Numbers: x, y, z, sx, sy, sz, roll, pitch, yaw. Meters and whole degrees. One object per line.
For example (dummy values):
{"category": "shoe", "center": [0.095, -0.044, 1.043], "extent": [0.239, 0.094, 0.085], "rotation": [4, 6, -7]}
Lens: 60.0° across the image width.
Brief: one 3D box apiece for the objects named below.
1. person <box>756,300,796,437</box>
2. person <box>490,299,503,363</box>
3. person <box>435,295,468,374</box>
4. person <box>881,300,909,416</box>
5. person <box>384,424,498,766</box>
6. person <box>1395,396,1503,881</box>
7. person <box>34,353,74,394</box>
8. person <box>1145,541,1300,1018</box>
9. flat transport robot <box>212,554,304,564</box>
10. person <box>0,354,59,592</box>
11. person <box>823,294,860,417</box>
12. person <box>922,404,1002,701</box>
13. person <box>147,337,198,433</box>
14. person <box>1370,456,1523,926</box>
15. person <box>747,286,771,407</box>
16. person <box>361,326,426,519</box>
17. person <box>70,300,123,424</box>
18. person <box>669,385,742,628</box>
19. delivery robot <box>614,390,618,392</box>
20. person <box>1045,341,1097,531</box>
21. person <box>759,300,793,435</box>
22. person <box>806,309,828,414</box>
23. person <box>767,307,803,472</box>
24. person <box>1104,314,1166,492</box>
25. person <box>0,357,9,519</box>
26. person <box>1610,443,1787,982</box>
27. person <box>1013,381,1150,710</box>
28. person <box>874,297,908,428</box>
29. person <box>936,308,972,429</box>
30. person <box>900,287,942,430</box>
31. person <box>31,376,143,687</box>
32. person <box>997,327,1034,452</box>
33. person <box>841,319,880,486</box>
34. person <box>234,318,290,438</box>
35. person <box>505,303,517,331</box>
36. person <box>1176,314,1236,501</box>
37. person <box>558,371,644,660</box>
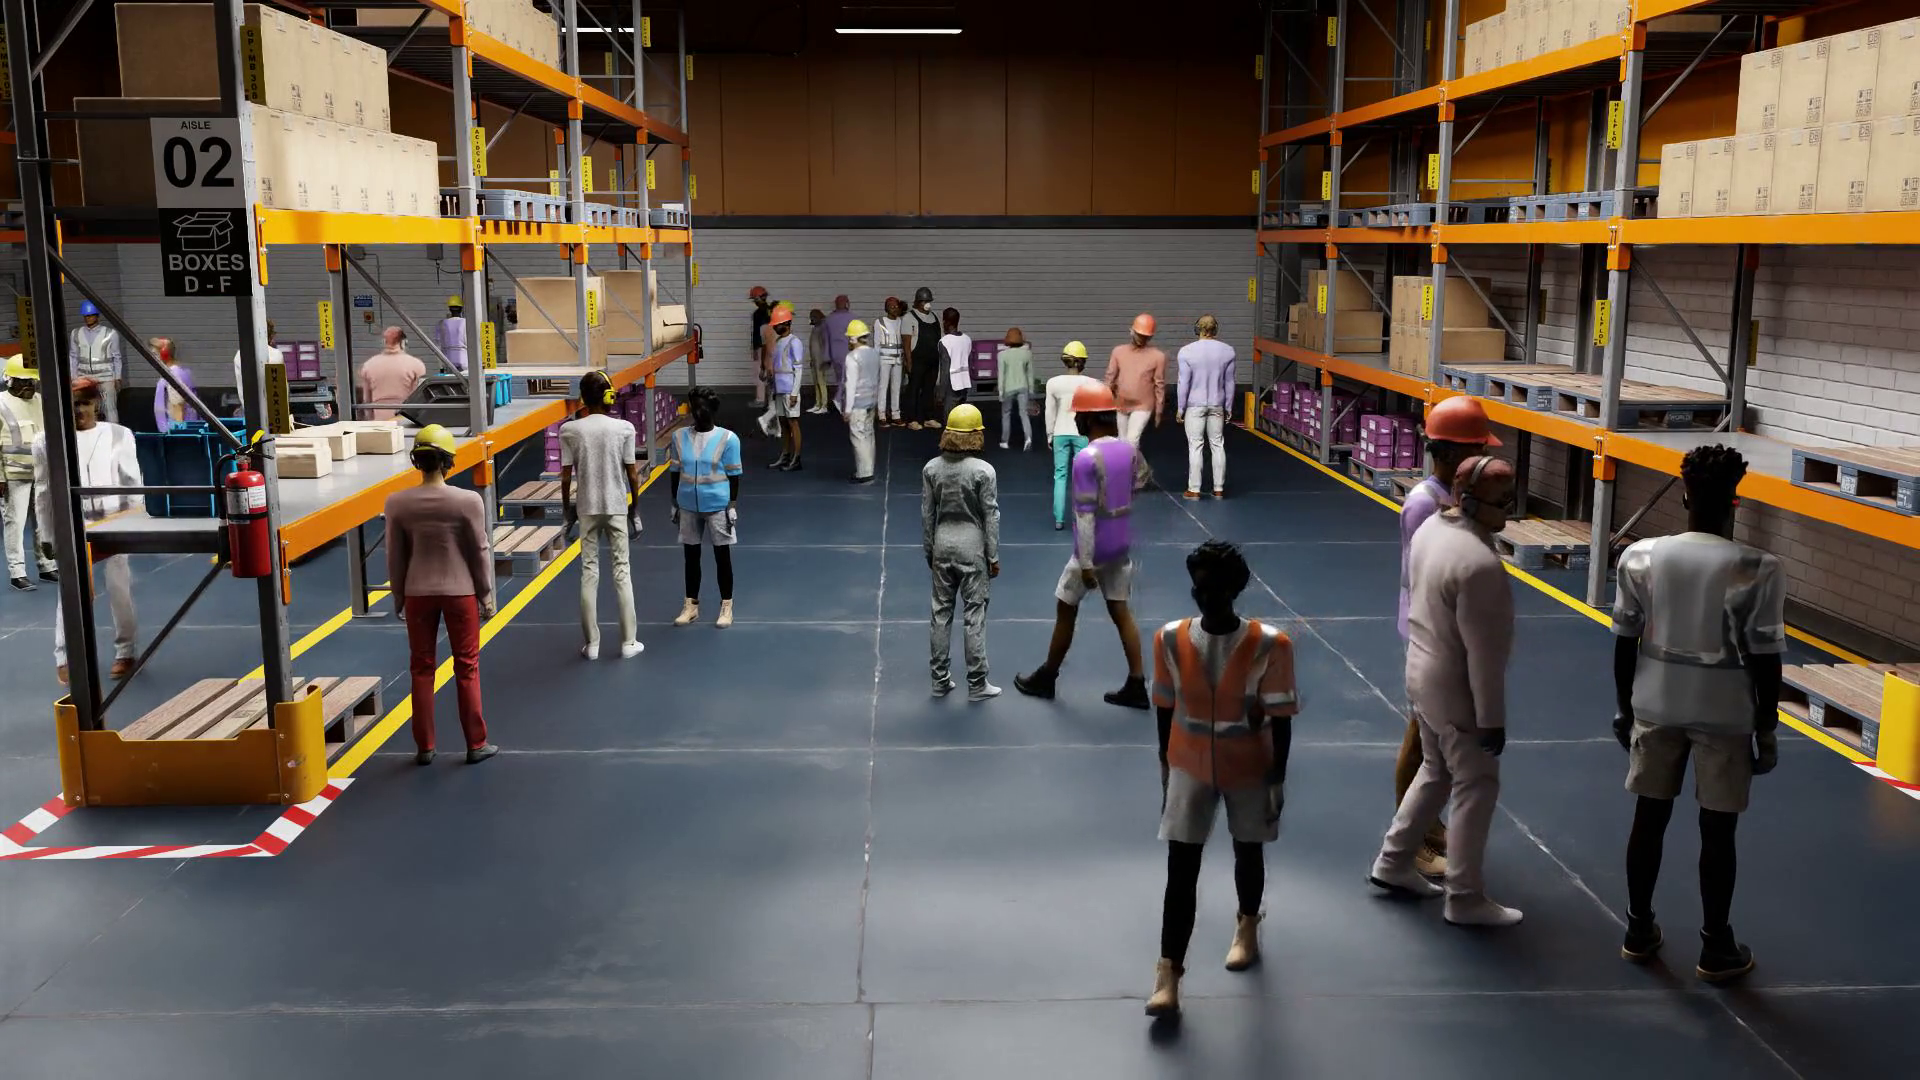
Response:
{"category": "person", "center": [-2.491, -2.316, 22.676], "extent": [0.609, 1.892, 0.639], "rotation": [-6, 12, -31]}
{"category": "person", "center": [-7.807, -3.076, 27.233], "extent": [0.599, 1.787, 0.772], "rotation": [-8, 13, -37]}
{"category": "person", "center": [-7.178, -2.534, 23.805], "extent": [0.587, 1.918, 0.383], "rotation": [-1, 10, -4]}
{"category": "person", "center": [-1.007, -2.756, 25.370], "extent": [0.643, 1.809, 0.693], "rotation": [3, 11, 16]}
{"category": "person", "center": [-2.657, 0.288, 8.534], "extent": [0.523, 1.761, 0.323], "rotation": [0, 10, -2]}
{"category": "person", "center": [2.064, 0.408, 7.072], "extent": [0.378, 2.041, 0.615], "rotation": [6, 12, 29]}
{"category": "person", "center": [-9.764, -1.417, 17.854], "extent": [0.515, 1.825, 0.653], "rotation": [-3, 11, -15]}
{"category": "person", "center": [0.919, 0.818, 5.870], "extent": [0.543, 1.647, 0.862], "rotation": [4, 11, 20]}
{"category": "flat transport robot", "center": [-5.896, -0.014, 14.357], "extent": [0.652, 0.197, 1.431], "rotation": [-1, 10, -7]}
{"category": "person", "center": [-7.219, -0.527, 12.886], "extent": [0.403, 1.825, 0.586], "rotation": [4, 11, 22]}
{"category": "person", "center": [-1.804, -2.821, 25.505], "extent": [0.660, 1.887, 0.669], "rotation": [6, 12, 30]}
{"category": "person", "center": [0.018, 0.071, 9.780], "extent": [0.493, 1.743, 0.314], "rotation": [5, 12, 28]}
{"category": "person", "center": [-7.218, -0.981, 15.429], "extent": [0.777, 1.821, 0.570], "rotation": [-4, 11, -20]}
{"category": "person", "center": [1.945, 0.586, 6.557], "extent": [0.553, 1.884, 0.727], "rotation": [-1, 10, -4]}
{"category": "person", "center": [-3.101, -3.156, 27.179], "extent": [0.596, 1.958, 0.848], "rotation": [6, 12, 29]}
{"category": "person", "center": [-5.525, -1.167, 16.364], "extent": [0.669, 1.851, 0.989], "rotation": [0, 10, 0]}
{"category": "person", "center": [-10.903, -2.048, 21.010], "extent": [0.602, 1.949, 0.394], "rotation": [-1, 10, -7]}
{"category": "person", "center": [-1.778, -0.231, 11.586], "extent": [0.535, 1.699, 0.318], "rotation": [2, 10, 13]}
{"category": "delivery robot", "center": [-5.028, -2.025, 24.504], "extent": [0.477, 0.478, 0.707], "rotation": [9, 13, 40]}
{"category": "person", "center": [1.050, -0.956, 15.445], "extent": [0.526, 1.765, 0.329], "rotation": [3, 11, 18]}
{"category": "person", "center": [-2.558, -2.395, 23.167], "extent": [0.528, 1.871, 0.323], "rotation": [-6, 12, -28]}
{"category": "person", "center": [-2.237, -2.799, 26.071], "extent": [0.271, 1.632, 0.508], "rotation": [-5, 11, -24]}
{"category": "person", "center": [-2.057, -1.762, 19.480], "extent": [0.376, 1.928, 0.542], "rotation": [-7, 12, -33]}
{"category": "person", "center": [1.855, -1.403, 17.442], "extent": [0.677, 1.942, 0.936], "rotation": [6, 12, 32]}
{"category": "person", "center": [-8.779, -0.963, 15.000], "extent": [0.628, 1.940, 0.373], "rotation": [-6, 12, -32]}
{"category": "person", "center": [2.686, 0.624, 6.080], "extent": [0.602, 1.965, 0.366], "rotation": [9, 14, 41]}
{"category": "person", "center": [0.748, 0.024, 9.635], "extent": [0.860, 1.897, 0.552], "rotation": [9, 14, 41]}
{"category": "person", "center": [-0.992, -2.576, 24.137], "extent": [0.573, 1.883, 0.353], "rotation": [-8, 13, -36]}
{"category": "person", "center": [-0.073, -1.750, 19.436], "extent": [0.381, 1.917, 0.596], "rotation": [6, 12, 30]}
{"category": "person", "center": [-0.494, -2.608, 23.877], "extent": [0.678, 2.000, 0.537], "rotation": [-10, 14, -43]}
{"category": "person", "center": [-5.307, -0.062, 10.166], "extent": [0.583, 1.872, 0.444], "rotation": [-6, 12, -31]}
{"category": "person", "center": [0.721, -1.934, 21.366], "extent": [0.508, 1.596, 0.839], "rotation": [-2, 10, -12]}
{"category": "person", "center": [-1.113, -1.514, 18.366], "extent": [0.403, 1.833, 0.597], "rotation": [5, 12, 28]}
{"category": "person", "center": [-6.991, -1.280, 16.774], "extent": [0.629, 1.936, 0.373], "rotation": [5, 11, 24]}
{"category": "person", "center": [-6.340, -2.586, 24.431], "extent": [0.621, 1.810, 0.674], "rotation": [-7, 12, -35]}
{"category": "person", "center": [2.545, -1.371, 17.267], "extent": [0.633, 1.938, 0.356], "rotation": [-2, 10, -12]}
{"category": "person", "center": [-2.306, -0.155, 10.708], "extent": [0.519, 1.865, 0.331], "rotation": [-1, 10, -5]}
